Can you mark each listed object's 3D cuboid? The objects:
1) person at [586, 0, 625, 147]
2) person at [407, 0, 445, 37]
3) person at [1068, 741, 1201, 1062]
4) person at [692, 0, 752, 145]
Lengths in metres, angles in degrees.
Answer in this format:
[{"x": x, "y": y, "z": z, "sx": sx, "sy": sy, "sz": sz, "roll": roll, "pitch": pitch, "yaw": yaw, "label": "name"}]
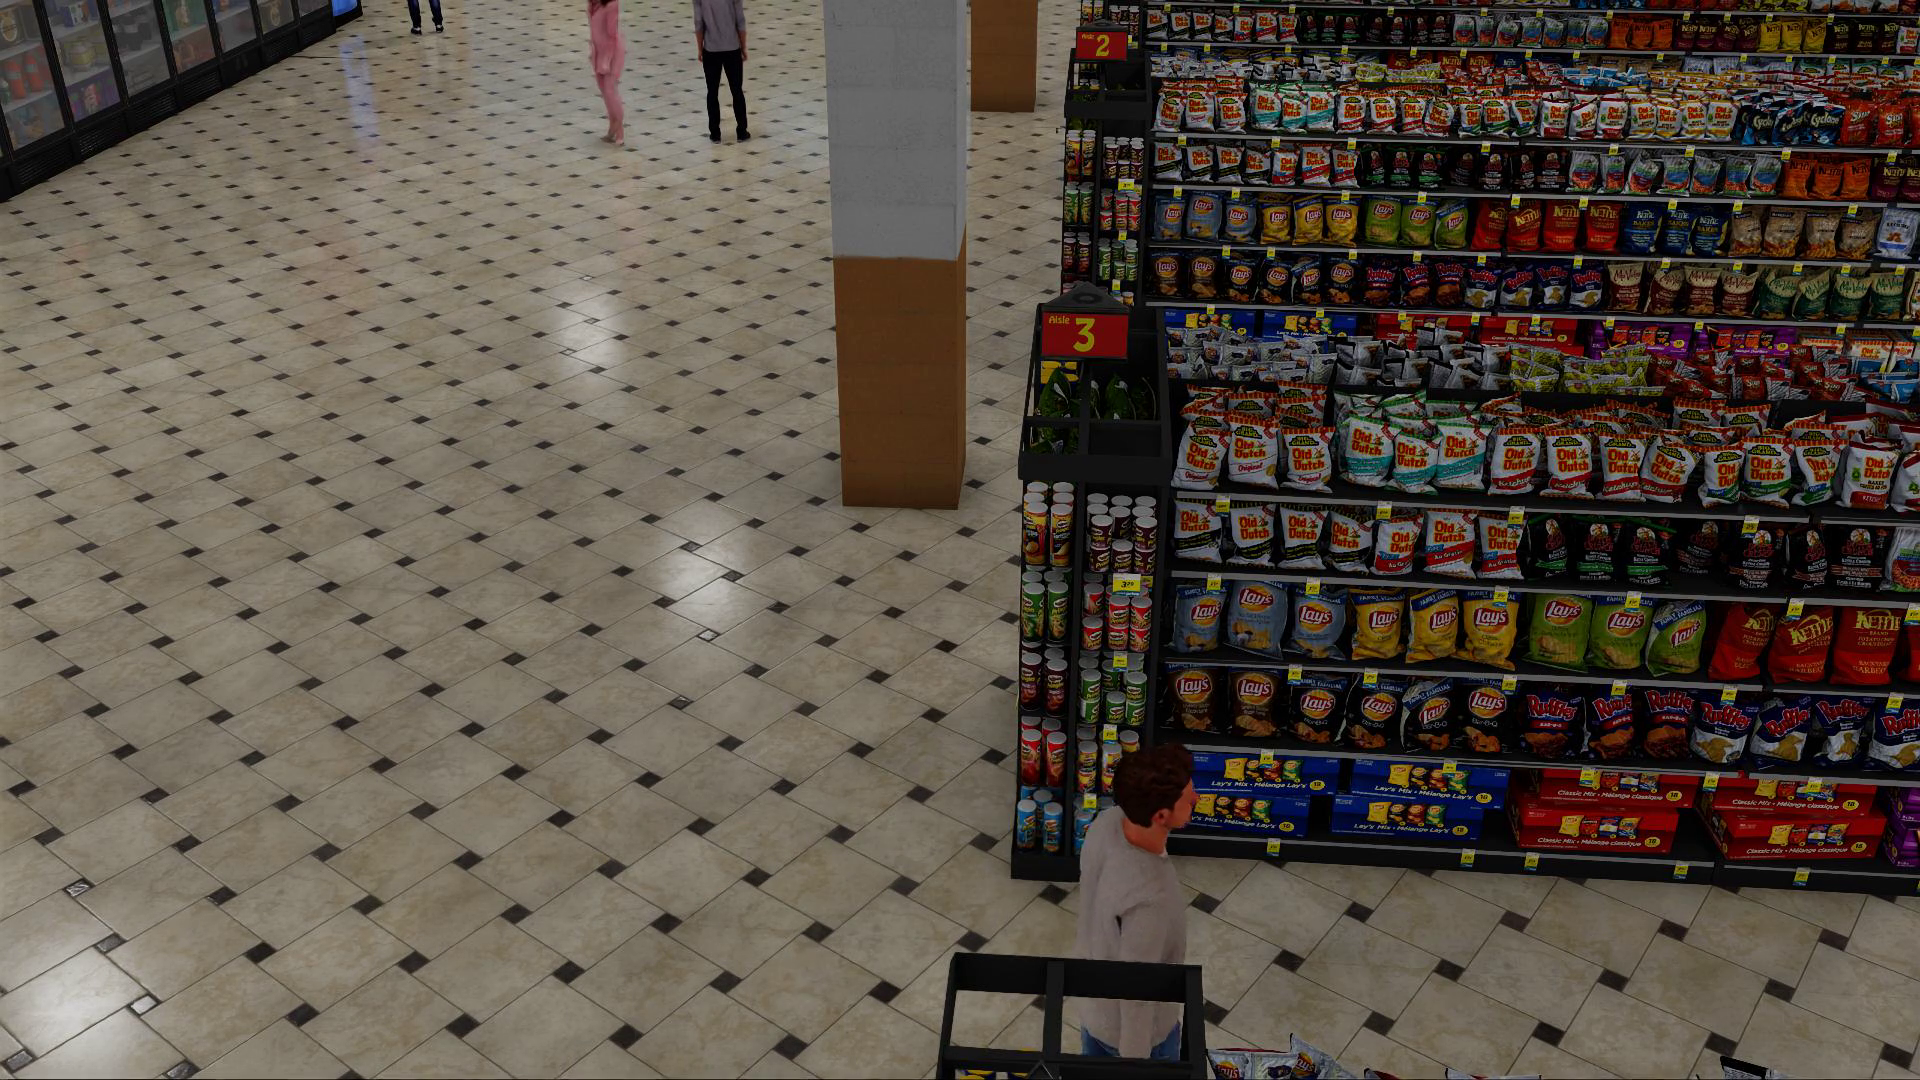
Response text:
[{"x": -3.502, "y": -4.840, "z": 16.626, "sx": 0.818, "sy": 1.767, "sz": 0.757, "roll": -13, "pitch": 31, "yaw": -23, "label": "person"}, {"x": -6.968, "y": -7.432, "z": 21.313, "sx": 0.735, "sy": 1.825, "sz": 0.864, "roll": -14, "pitch": 32, "yaw": -24, "label": "person"}, {"x": 0.424, "y": 1.419, "z": 5.035, "sx": 0.819, "sy": 1.888, "sz": 0.771, "roll": -7, "pitch": 29, "yaw": -13, "label": "person"}, {"x": -2.396, "y": -4.931, "z": 16.714, "sx": 0.541, "sy": 1.843, "sz": 0.759, "roll": -3, "pitch": 29, "yaw": -5, "label": "person"}]
